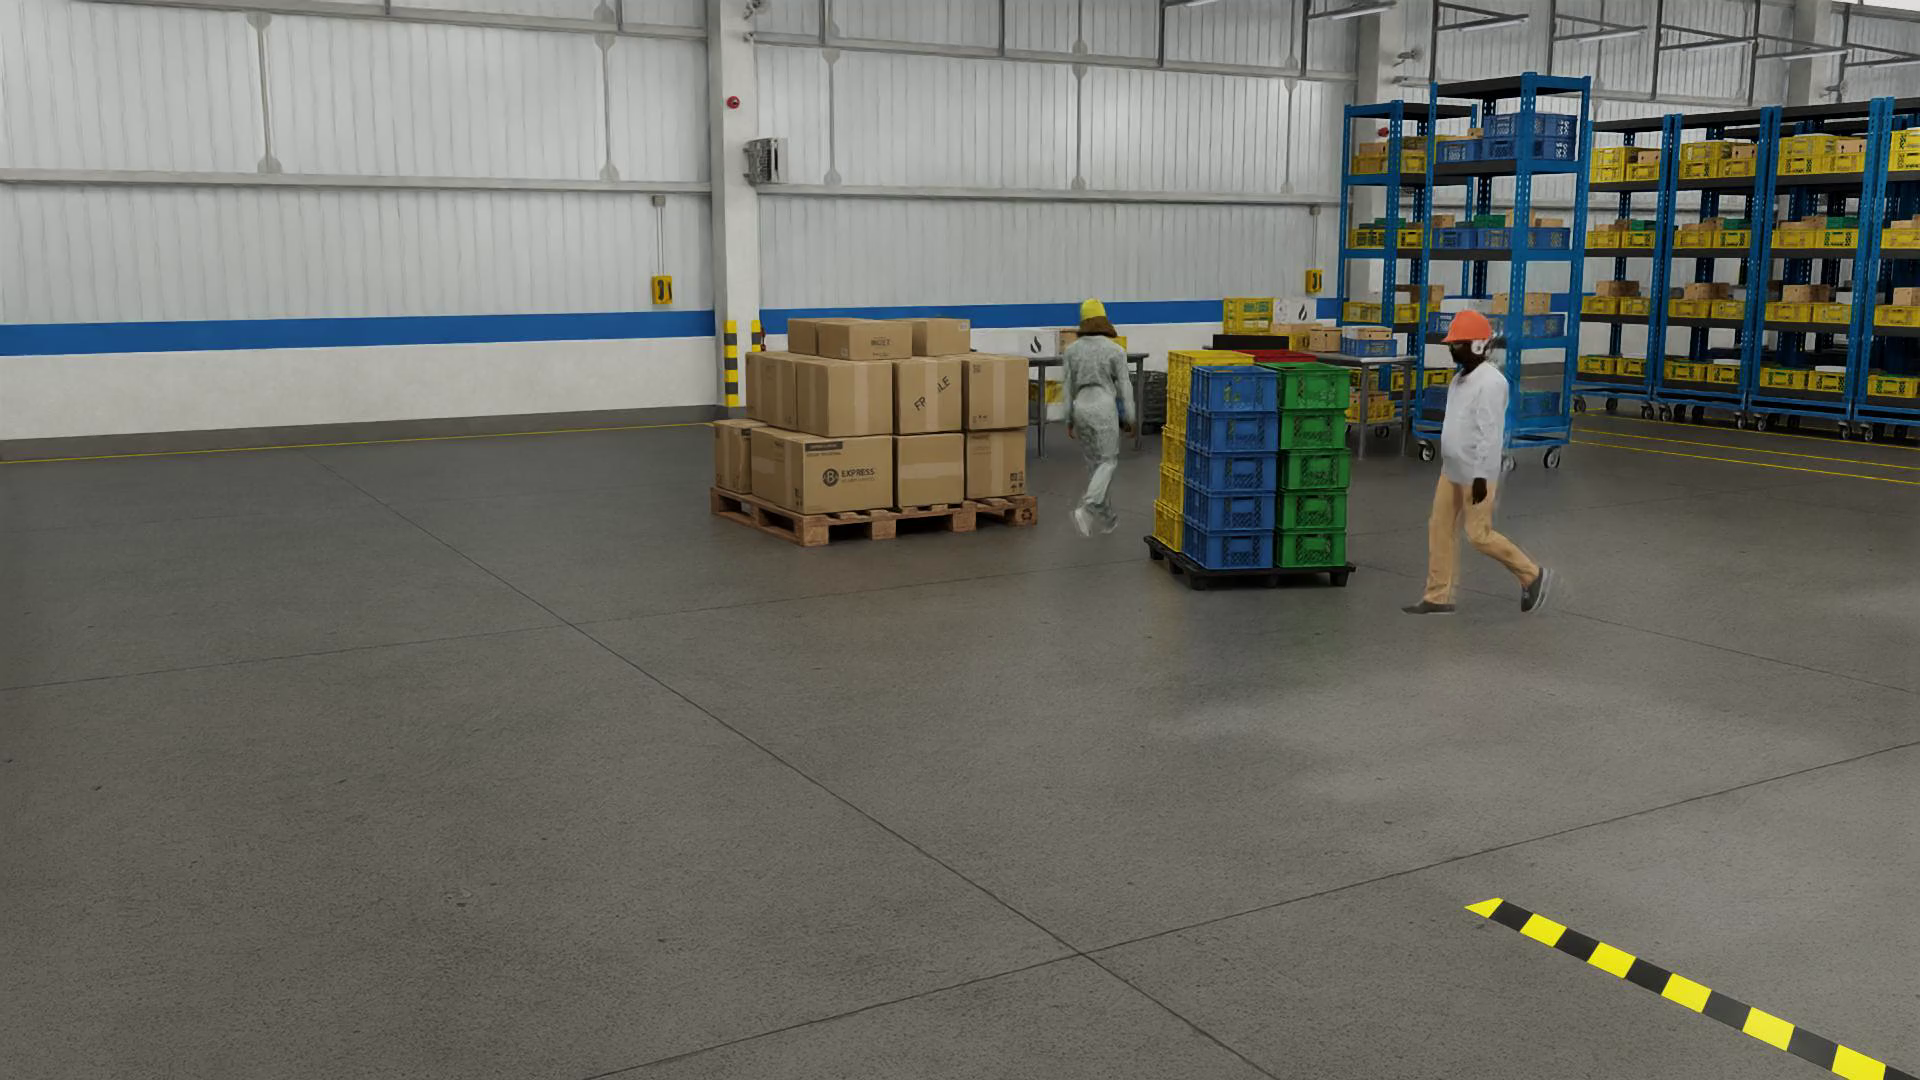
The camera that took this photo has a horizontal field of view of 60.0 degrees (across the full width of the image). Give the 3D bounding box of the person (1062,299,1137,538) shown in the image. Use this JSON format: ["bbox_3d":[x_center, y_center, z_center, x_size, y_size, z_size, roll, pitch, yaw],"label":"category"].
[{"bbox_3d":[0.950,-0.865,11.926,0.565,1.698,0.699,4,11,23],"label":"person"}]

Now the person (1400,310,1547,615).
[{"bbox_3d":[2.899,-0.414,9.277,0.723,1.726,0.566,-2,10,-11],"label":"person"}]
